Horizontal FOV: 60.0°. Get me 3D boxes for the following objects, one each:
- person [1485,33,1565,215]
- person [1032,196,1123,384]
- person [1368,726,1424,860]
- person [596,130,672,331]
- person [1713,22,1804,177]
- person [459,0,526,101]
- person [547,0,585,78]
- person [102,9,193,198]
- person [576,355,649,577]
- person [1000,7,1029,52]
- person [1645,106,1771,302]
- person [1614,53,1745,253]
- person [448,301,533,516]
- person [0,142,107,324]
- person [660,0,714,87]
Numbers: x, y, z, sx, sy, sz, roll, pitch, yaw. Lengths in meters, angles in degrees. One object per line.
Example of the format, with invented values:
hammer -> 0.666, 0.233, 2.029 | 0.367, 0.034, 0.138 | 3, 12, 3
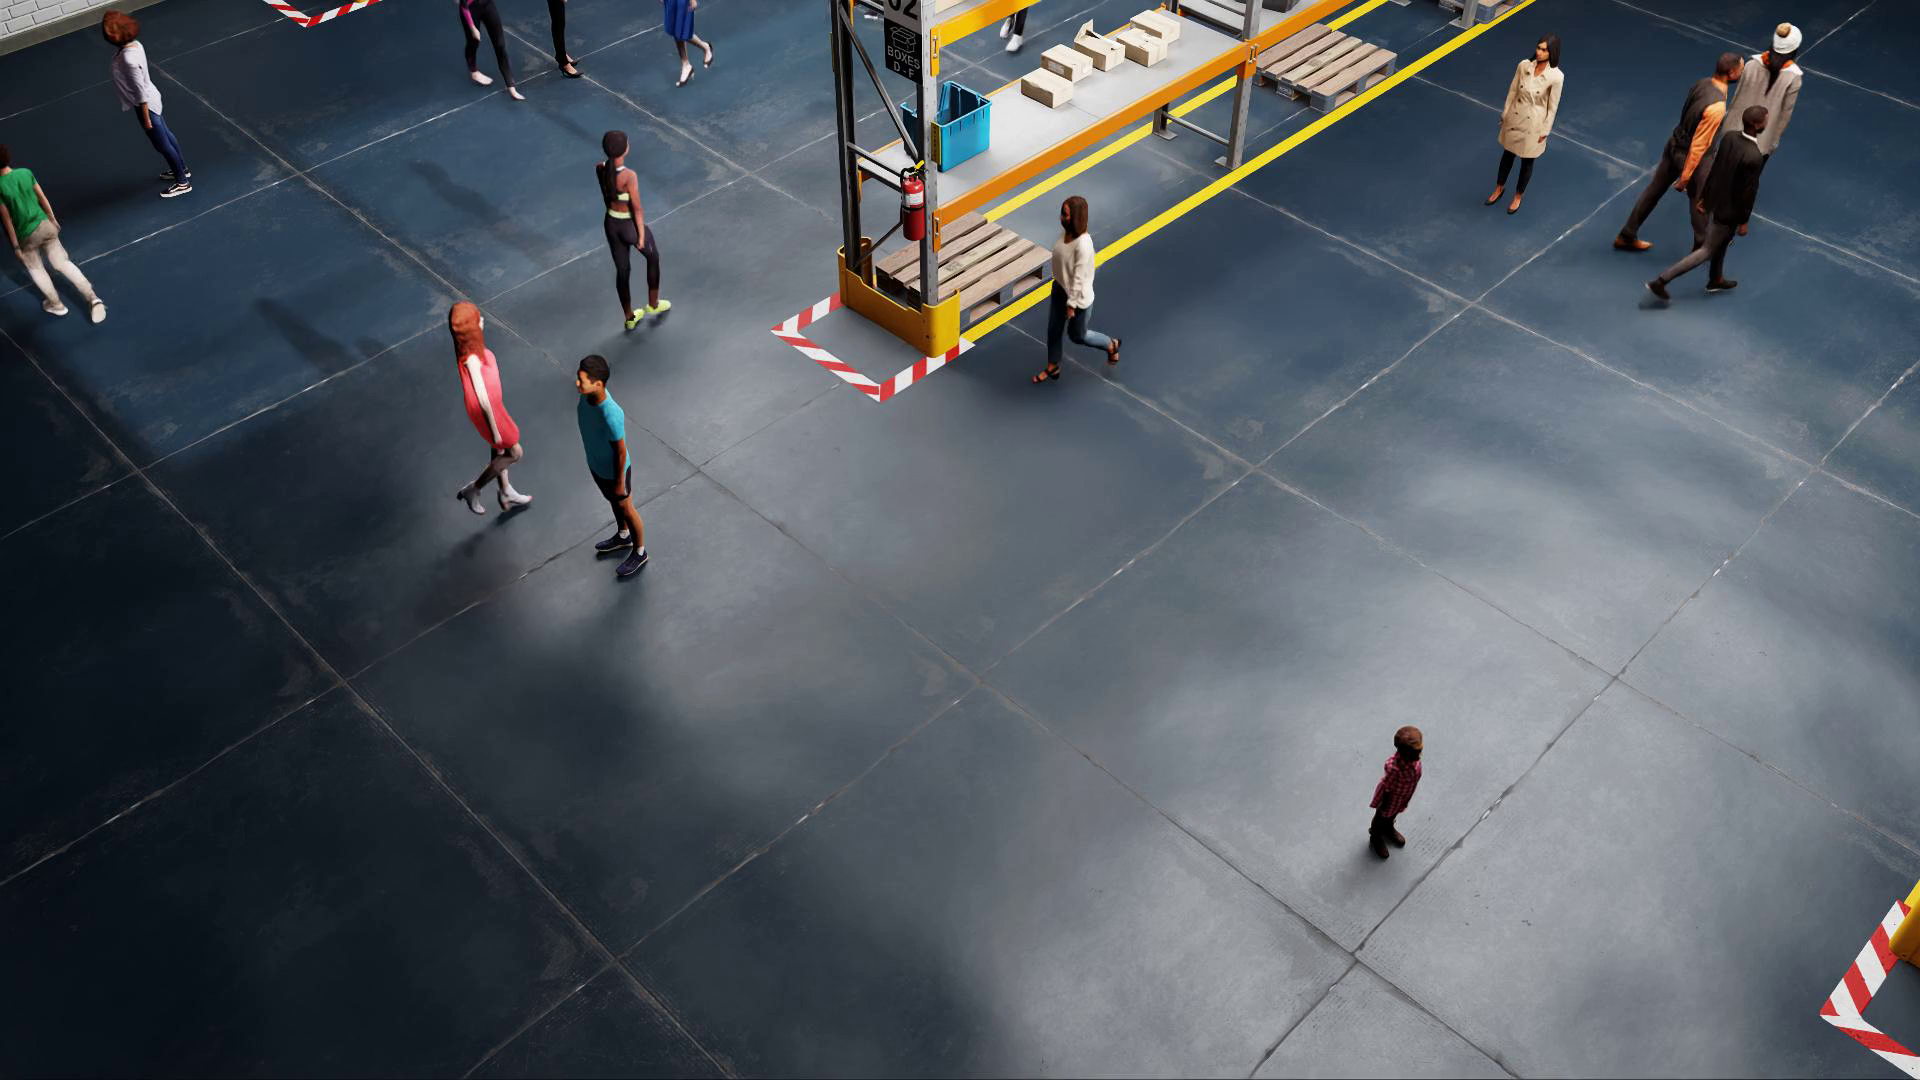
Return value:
person -> 4.996, -3.672, 14.653 | 0.504, 1.682, 0.625 | -34, 53, -31
person -> 0.945, -1.902, 12.810 | 1.053, 1.660, 0.847 | -15, 46, -15
person -> 2.568, 1.449, 9.756 | 0.404, 1.021, 0.513 | -27, 50, -26
person -> -2.724, -2.425, 13.303 | 0.690, 1.739, 0.763 | 15, 46, 15
person -> 6.883, -3.616, 14.442 | 0.640, 1.892, 0.653 | -34, 53, -31
person -> -4.721, -5.119, 16.176 | 0.689, 1.676, 1.045 | 25, 49, 24
person -> -4.020, -5.480, 16.469 | 0.687, 1.794, 0.688 | -10, 45, -11
person -> -7.284, -3.931, 14.902 | 0.759, 1.714, 0.748 | -13, 45, -14
person -> -2.370, -0.526, 11.281 | 0.581, 1.777, 0.657 | -25, 49, -24
person -> 0.623, -5.930, 16.854 | 0.781, 1.916, 0.829 | 24, 48, 23
person -> 6.155, -2.685, 13.556 | 1.238, 1.765, 1.109 | -5, 44, -5
person -> 6.037, -3.226, 14.052 | 1.266, 1.865, 1.184 | 0, 44, 0
person -> -3.378, -0.852, 11.599 | 0.862, 1.812, 0.766 | -15, 46, -15
person -> -7.397, -2.440, 13.398 | 0.833, 1.629, 1.033 | 24, 48, 23
person -> -2.694, -5.351, 16.317 | 0.625, 1.817, 0.759 | 34, 53, 30
